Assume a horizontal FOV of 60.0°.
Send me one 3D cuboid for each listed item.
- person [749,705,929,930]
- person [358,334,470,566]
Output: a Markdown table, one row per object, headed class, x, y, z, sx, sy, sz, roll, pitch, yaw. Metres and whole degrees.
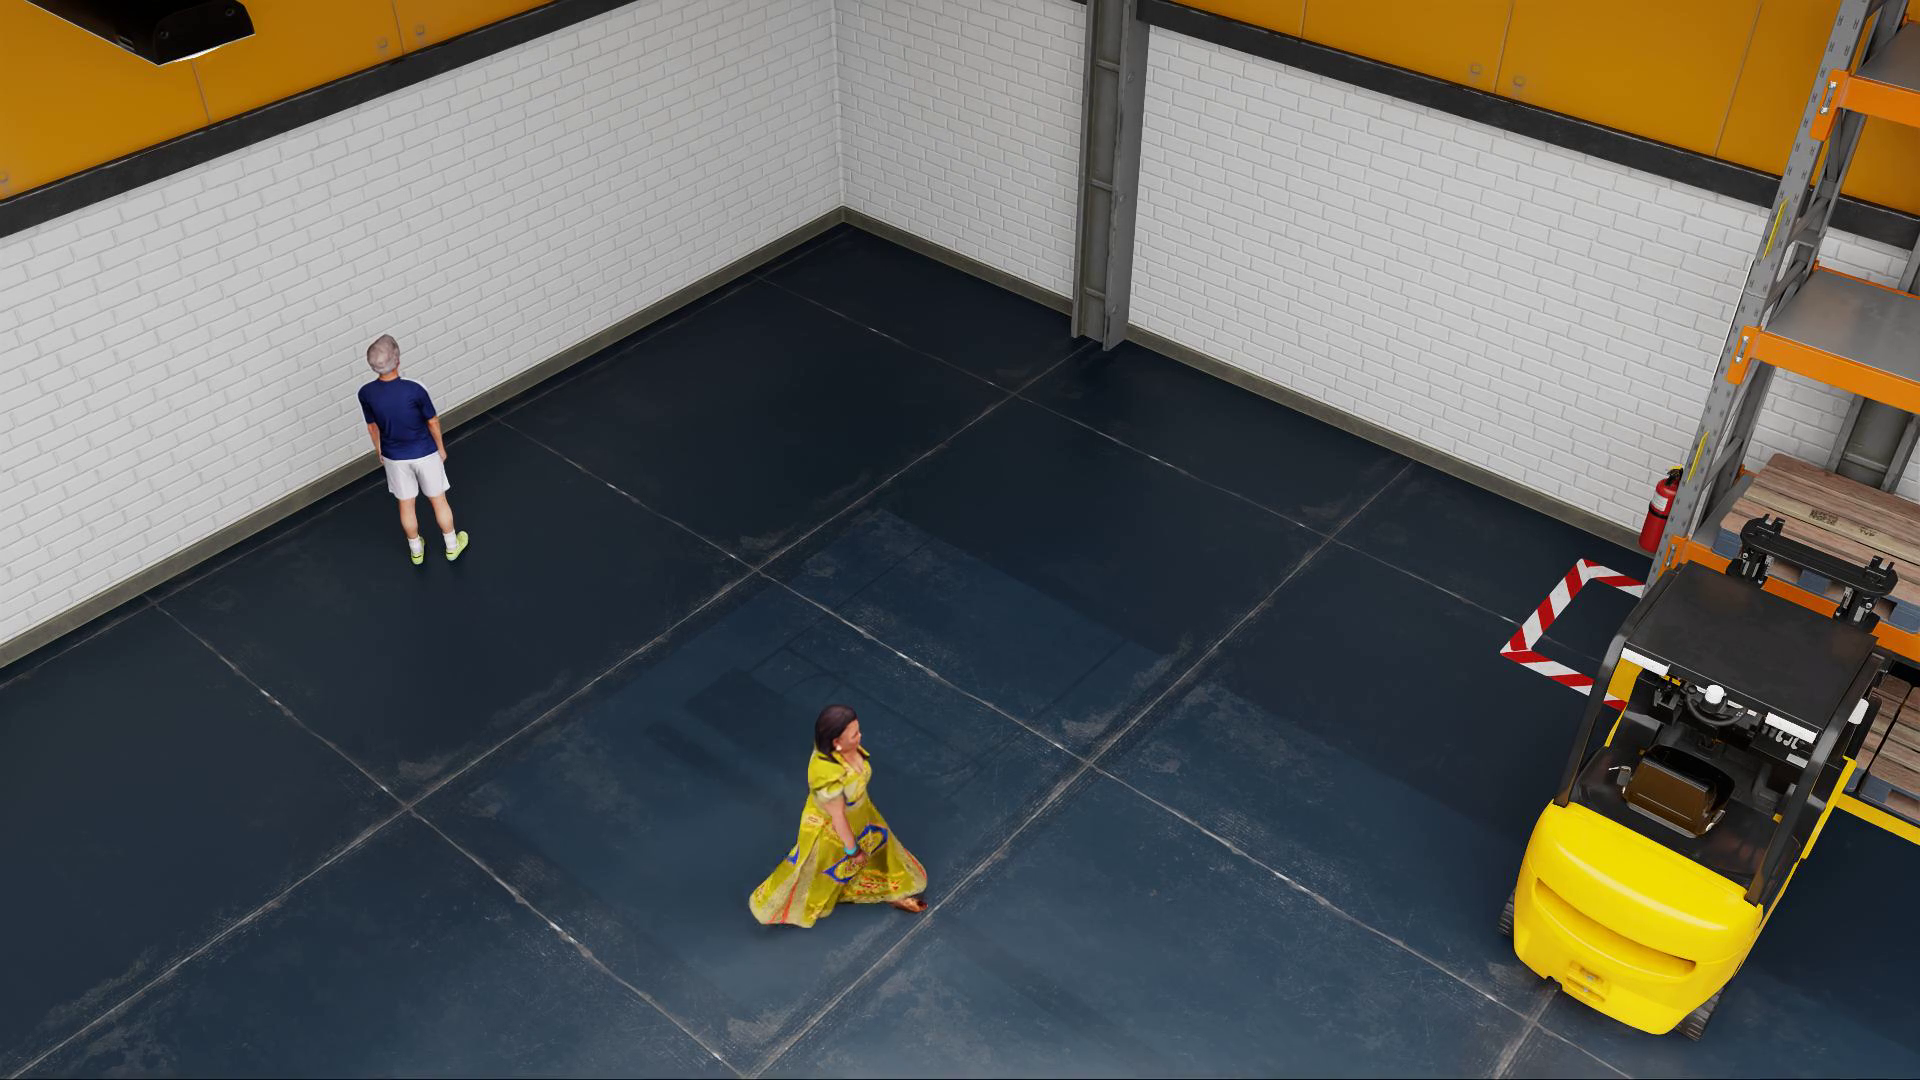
| class | x | y | z | sx | sy | sz | roll | pitch | yaw |
| --- | --- | --- | --- | --- | --- | --- | --- | --- | --- |
| person | -0.756 | 1.557 | 9.082 | 1.354 | 1.611 | 1.155 | 6 | 39 | 7 |
| person | -3.844 | -0.620 | 11.625 | 0.721 | 1.839 | 0.772 | -5 | 39 | -6 |
